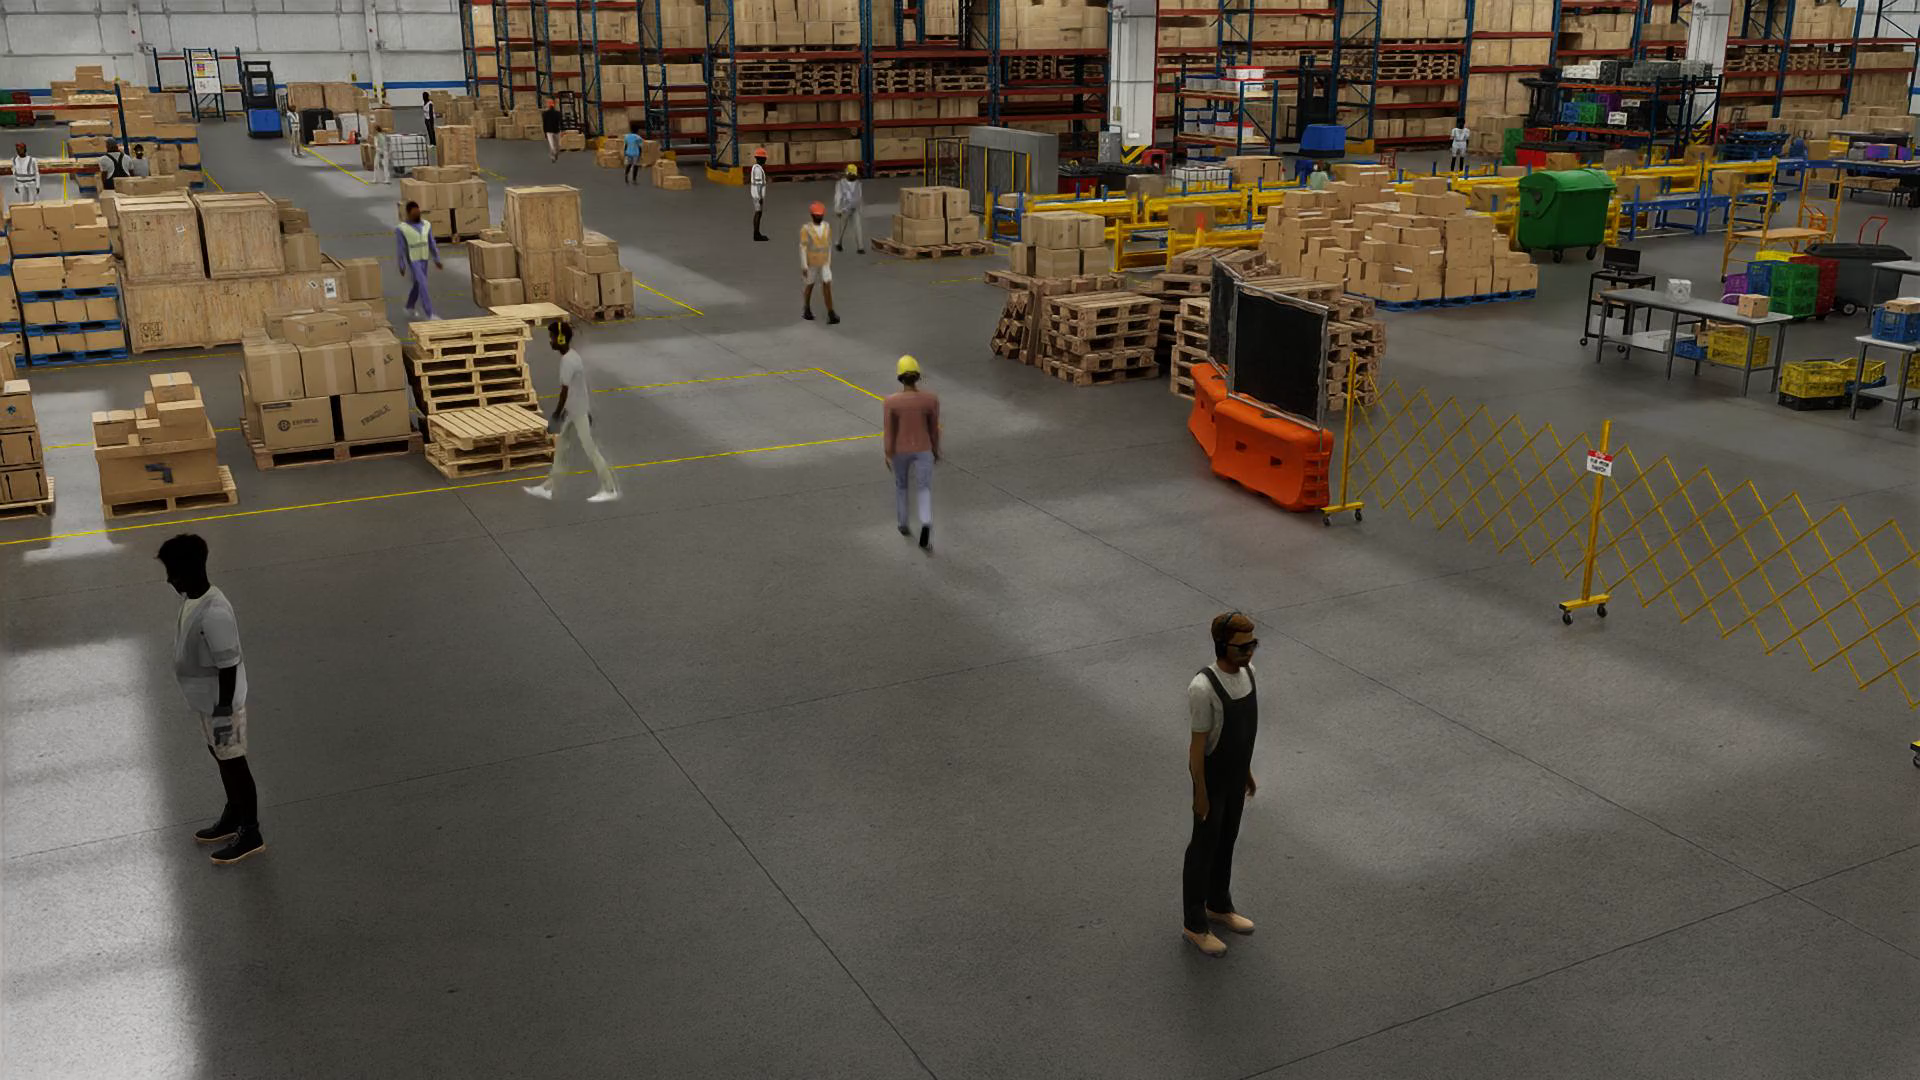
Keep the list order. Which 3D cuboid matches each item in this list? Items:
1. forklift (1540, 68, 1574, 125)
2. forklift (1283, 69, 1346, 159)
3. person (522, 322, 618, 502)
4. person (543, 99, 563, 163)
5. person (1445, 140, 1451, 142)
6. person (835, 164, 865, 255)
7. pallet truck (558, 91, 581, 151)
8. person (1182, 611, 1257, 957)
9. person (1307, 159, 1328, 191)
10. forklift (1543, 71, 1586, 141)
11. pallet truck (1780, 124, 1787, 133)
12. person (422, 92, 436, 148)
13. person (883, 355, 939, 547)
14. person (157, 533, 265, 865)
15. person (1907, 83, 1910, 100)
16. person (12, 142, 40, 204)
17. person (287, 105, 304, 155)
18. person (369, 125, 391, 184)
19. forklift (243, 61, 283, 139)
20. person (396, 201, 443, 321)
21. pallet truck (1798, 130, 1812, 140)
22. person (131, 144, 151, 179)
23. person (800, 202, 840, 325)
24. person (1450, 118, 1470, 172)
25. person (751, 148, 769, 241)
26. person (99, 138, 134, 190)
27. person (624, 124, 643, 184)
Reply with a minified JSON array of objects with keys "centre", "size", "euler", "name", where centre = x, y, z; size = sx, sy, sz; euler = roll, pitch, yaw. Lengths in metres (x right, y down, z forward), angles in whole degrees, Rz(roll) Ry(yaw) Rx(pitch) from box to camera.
[{"centre":[19.428,-14.091,54.763],"size":[1.873,2.768,1.129],"euler":[-9,20,-26],"name":"forklift"},{"centre":[11.615,-13.871,54.079],"size":[1.129,2.768,1.873],"euler":[-9,20,-27],"name":"forklift"},{"centre":[-3.878,-1.235,16.398],"size":[0.955,1.817,0.520],"euler":[-5,18,-14],"name":"person"},{"centre":[-12.922,-12.989,52.804],"size":[0.620,1.976,0.700],"euler":[-8,19,-22],"name":"person"},{"centre":[17.812,-15.499,60.743],"size":[0.711,1.887,0.559],"euler":[-4,18,-11],"name":"person"},{"centre":[-2.232,-6.636,33.289],"size":[0.595,1.790,0.922],"euler":[-10,20,-28],"name":"person"},{"centre":[-13.495,-14.412,57.188],"size":[0.823,1.965,1.885],"euler":[-3,18,-9],"name":"pallet truck"},{"centre":[1.368,1.243,8.628],"size":[0.345,1.846,0.507],"euler":[15,23,38],"name":"person"},{"centre":[7.657,-7.437,36.068],"size":[0.782,1.598,0.525],"euler":[-9,20,-26],"name":"person"},{"centre":[18.685,-13.231,52.085],"size":[1.873,2.768,1.129],"euler":[-9,20,-26],"name":"forklift"},{"centre":[25.206,-12.542,52.601],"size":[1.601,1.201,0.680],"euler":[0,18,-2],"name":"pallet truck"},{"centre":[-18.644,-14.769,58.446],"size":[0.396,1.911,0.588],"euler":[-14,22,-36],"name":"person"},{"centre":[-0.440,-0.819,15.223],"size":[0.528,1.743,0.787],"euler":[-3,18,-8],"name":"person"},{"centre":[-4.278,0.895,9.525],"size":[0.367,1.962,0.603],"euler":[-12,22,-34],"name":"person"},{"centre":[39.106,-18.080,69.045],"size":[0.531,1.736,0.778],"euler":[-11,21,-31],"name":"person"},{"centre":[-20.771,-7.884,37.022],"size":[0.576,1.882,0.355],"euler":[1,18,2],"name":"person"},{"centre":[-22.188,-13.669,55.450],"size":[0.306,1.640,0.522],"euler":[7,19,20],"name":"person"},{"centre":[-16.211,-10.710,46.244],"size":[0.674,1.614,0.540],"euler":[-17,24,-42],"name":"person"},{"centre":[-26.183,-16.517,62.328],"size":[1.129,2.768,1.873],"euler":[-9,20,-26],"name":"forklift"},{"centre":[-8.556,-4.392,26.156],"size":[0.991,1.873,0.593],"euler":[11,21,31],"name":"person"},{"centre":[25.526,-11.556,49.408],"size":[1.630,1.274,0.653],"euler":[-9,20,-26],"name":"pallet truck"},{"centre":[-18.095,-7.822,36.858],"size":[0.311,1.865,0.532],"euler":[11,21,30],"name":"person"},{"centre":[-2.216,-4.316,25.905],"size":[0.574,1.882,0.998],"euler":[-10,20,-29],"name":"person"},{"centre":[14.458,-11.362,48.162],"size":[0.540,1.695,0.317],"euler":[5,18,16],"name":"person"},{"centre":[-4.207,-7.284,35.088],"size":[0.398,1.928,0.541],"euler":[-3,18,-11],"name":"person"},{"centre":[-18.456,-7.777,36.434],"size":[0.688,2.000,0.536],"euler":[-16,24,-41],"name":"person"},{"centre":[-9.075,-10.689,46.118],"size":[0.551,1.672,0.517],"euler":[6,19,17],"name":"person"}]
